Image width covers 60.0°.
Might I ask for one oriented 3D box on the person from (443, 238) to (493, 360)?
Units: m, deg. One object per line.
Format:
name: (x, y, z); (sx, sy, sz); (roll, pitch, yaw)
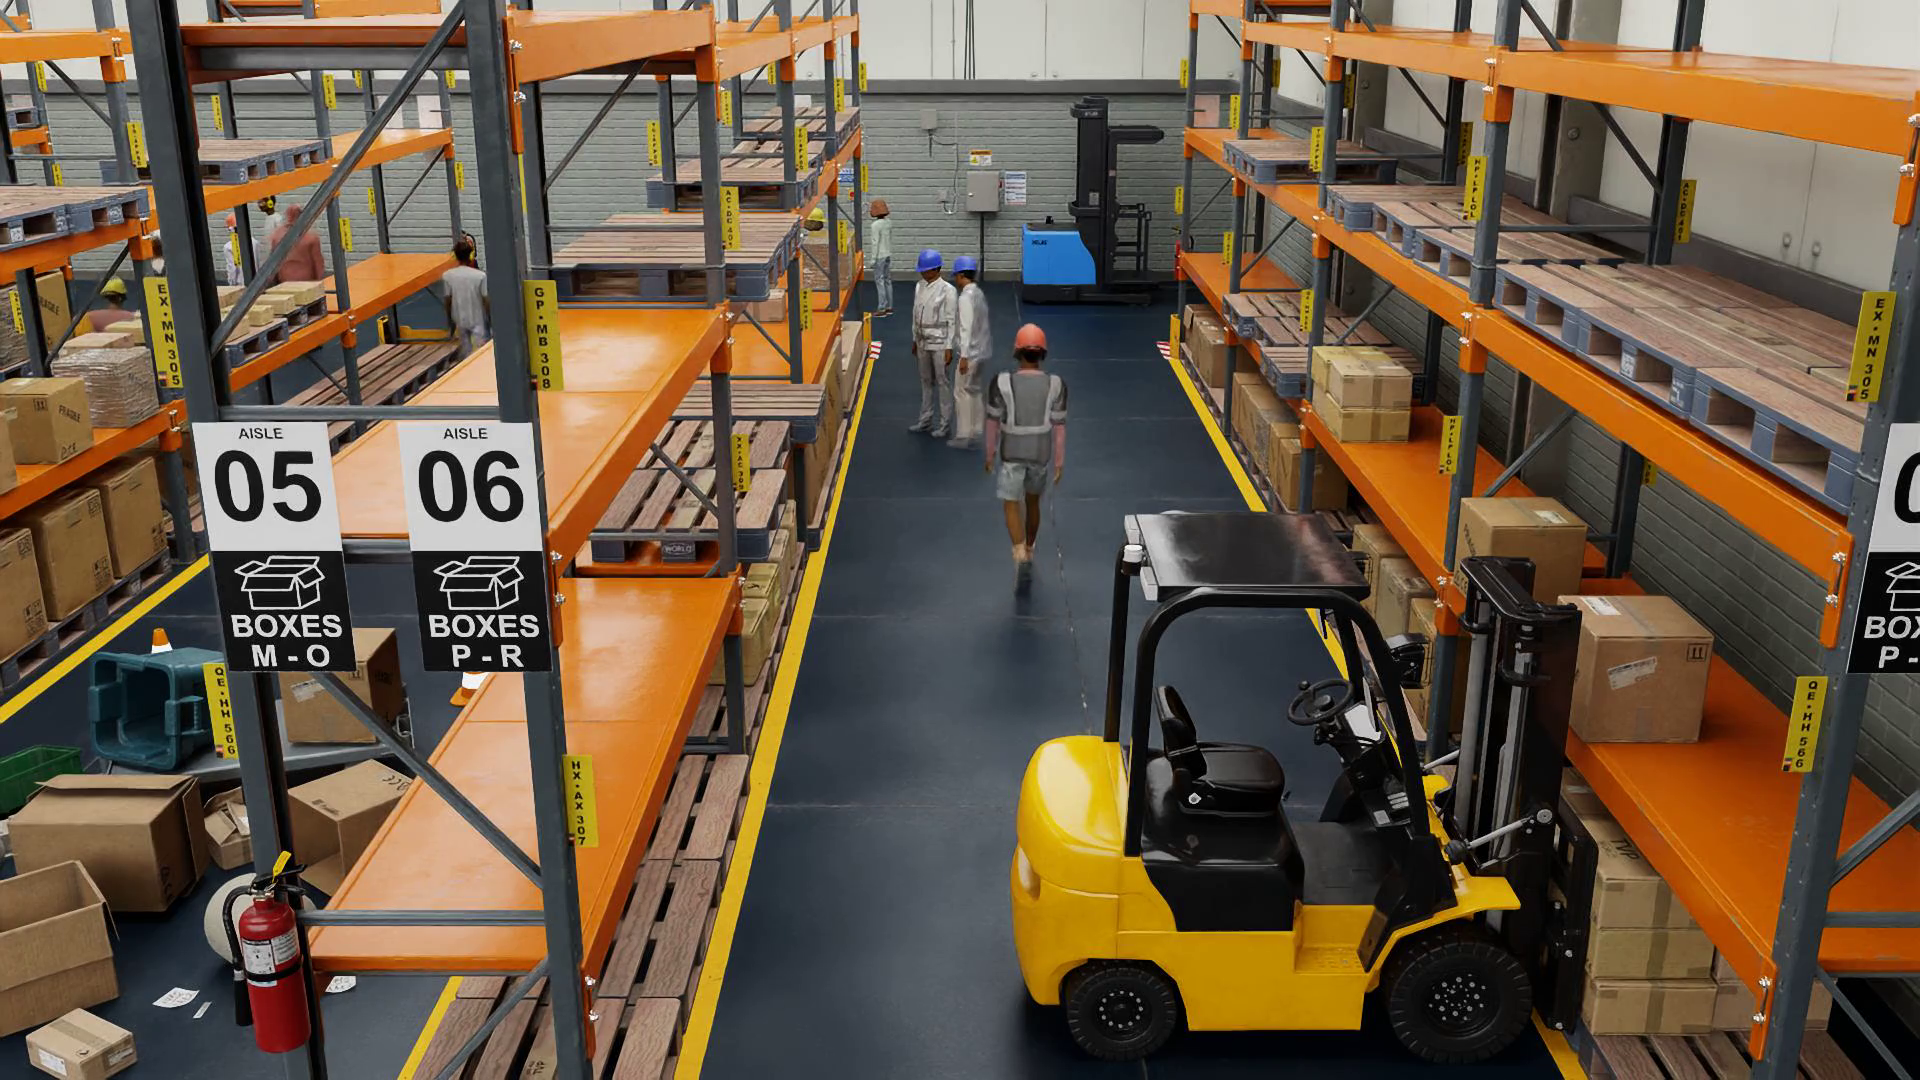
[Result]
person: (-5.397, -2.370, 18.277); (0.514, 1.854, 0.569); (0, 18, 0)

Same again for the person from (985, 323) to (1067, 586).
person: (0.521, -0.663, 12.859); (0.612, 2.022, 0.898); (-2, 18, -7)

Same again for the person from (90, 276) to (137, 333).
person: (-8.382, -1.758, 16.605); (0.522, 1.734, 0.858); (-2, 18, -5)

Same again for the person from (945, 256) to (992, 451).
person: (0.093, -1.861, 16.661); (0.457, 1.922, 0.643); (5, 19, 15)

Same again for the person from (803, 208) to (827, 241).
person: (-1.890, -3.477, 21.808); (0.317, 1.733, 0.491); (-1, 18, -2)

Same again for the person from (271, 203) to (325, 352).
person: (-8.296, -3.300, 21.019); (0.668, 1.885, 0.445); (1, 18, 4)

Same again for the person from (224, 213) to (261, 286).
person: (-9.105, -3.266, 21.133); (0.343, 1.749, 0.573); (6, 19, 19)

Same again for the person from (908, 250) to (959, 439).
person: (-0.277, -2.012, 17.053); (0.402, 1.937, 0.604); (-17, 25, -42)

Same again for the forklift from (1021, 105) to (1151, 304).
forklift: (1.857, -4.944, 24.441); (1.873, 2.768, 1.129); (0, 18, 0)

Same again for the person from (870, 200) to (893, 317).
person: (-1.120, -3.972, 23.455); (0.267, 1.632, 0.509); (9, 20, 24)

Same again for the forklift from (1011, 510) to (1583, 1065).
forklift: (1.387, 1.055, 7.378); (2.313, 2.155, 1.214); (0, 18, 0)
